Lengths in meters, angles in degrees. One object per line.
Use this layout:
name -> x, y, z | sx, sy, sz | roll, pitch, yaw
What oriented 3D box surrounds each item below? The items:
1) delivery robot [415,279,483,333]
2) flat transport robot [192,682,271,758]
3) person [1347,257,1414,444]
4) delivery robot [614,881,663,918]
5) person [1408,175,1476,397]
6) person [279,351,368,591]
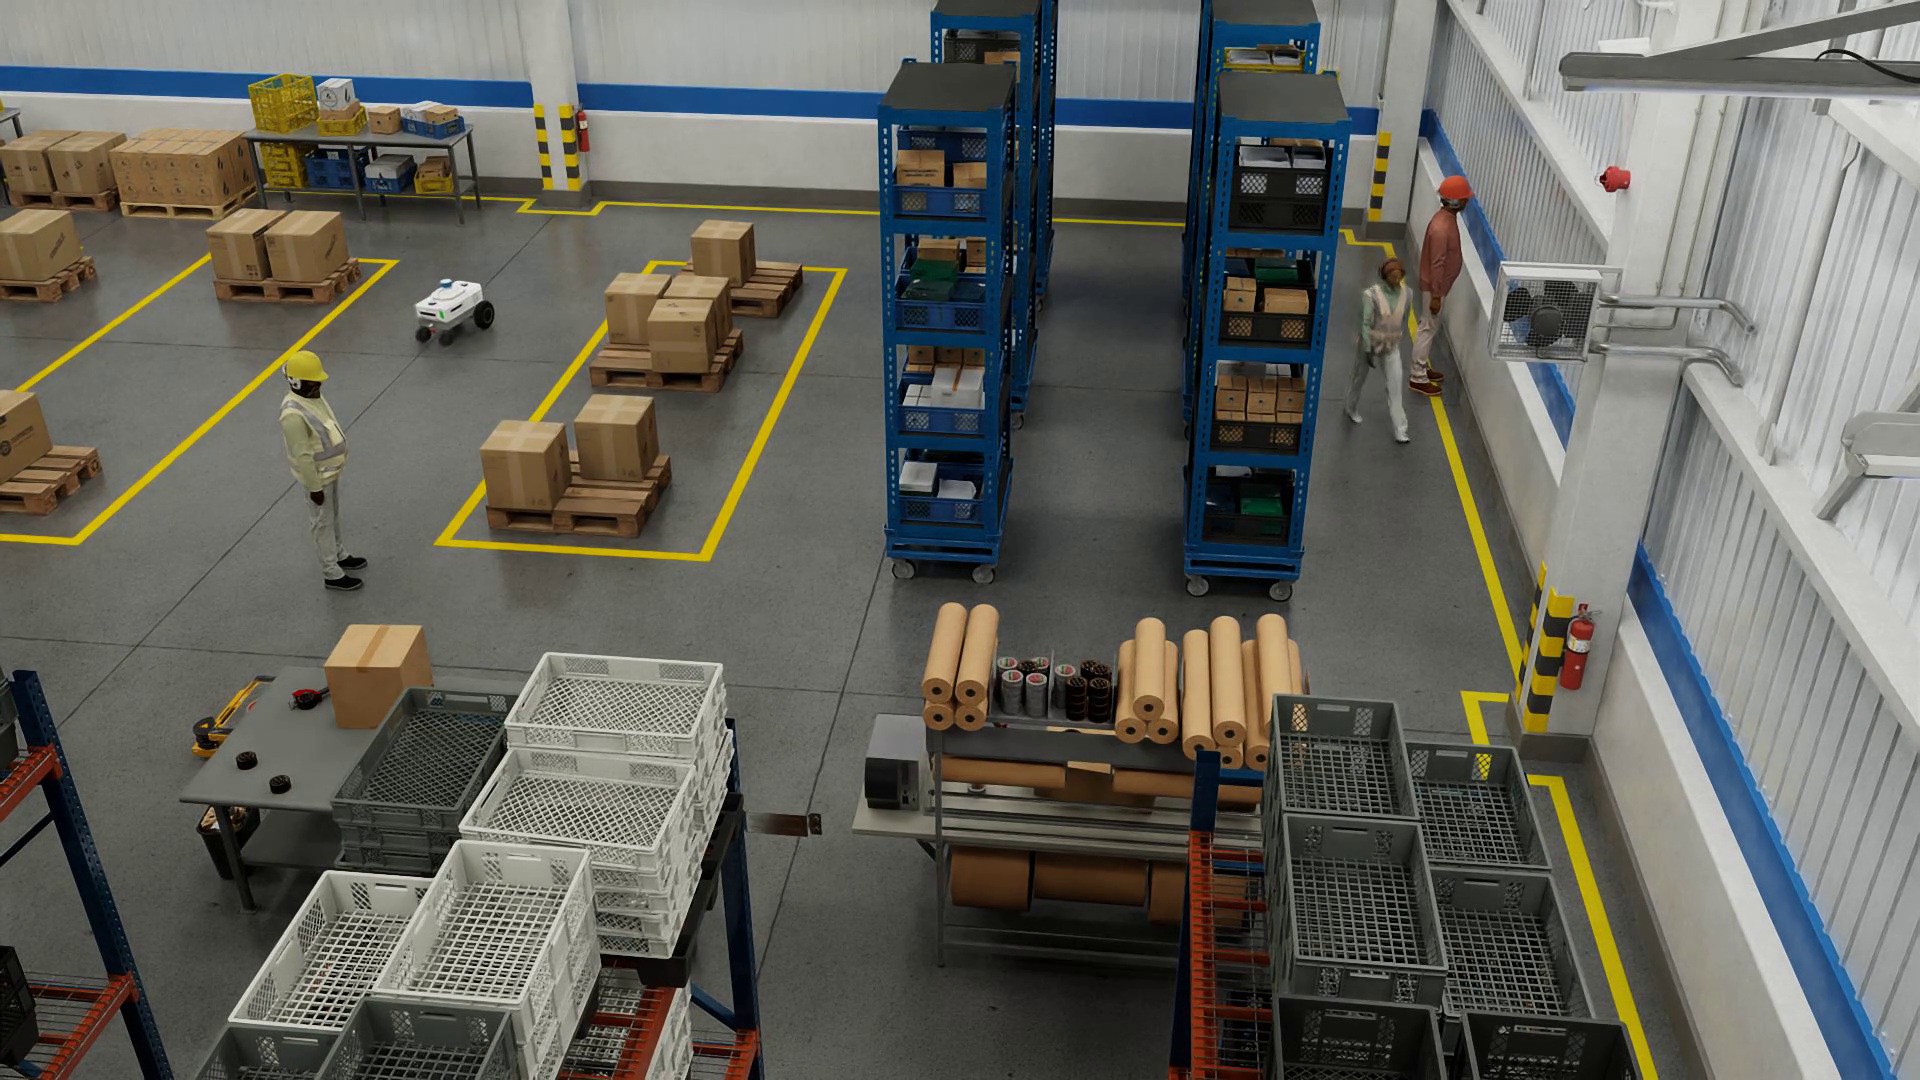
delivery robot -> -4.982, -2.303, 16.231 | 0.477, 0.478, 0.707 | 11, 32, 18
flat transport robot -> -4.089, 1.163, 10.648 | 1.431, 0.197, 0.652 | 3, 30, 6
person -> 3.599, -1.614, 14.121 | 0.505, 1.580, 0.910 | -6, 31, -10
delivery robot -> -1.692, 1.851, 9.097 | 0.477, 0.478, 0.707 | -13, 33, -22
person -> 4.283, -2.283, 14.866 | 0.384, 1.993, 0.622 | 9, 31, 16
person -> -4.600, -0.510, 11.991 | 0.403, 1.823, 0.586 | -4, 31, -8
